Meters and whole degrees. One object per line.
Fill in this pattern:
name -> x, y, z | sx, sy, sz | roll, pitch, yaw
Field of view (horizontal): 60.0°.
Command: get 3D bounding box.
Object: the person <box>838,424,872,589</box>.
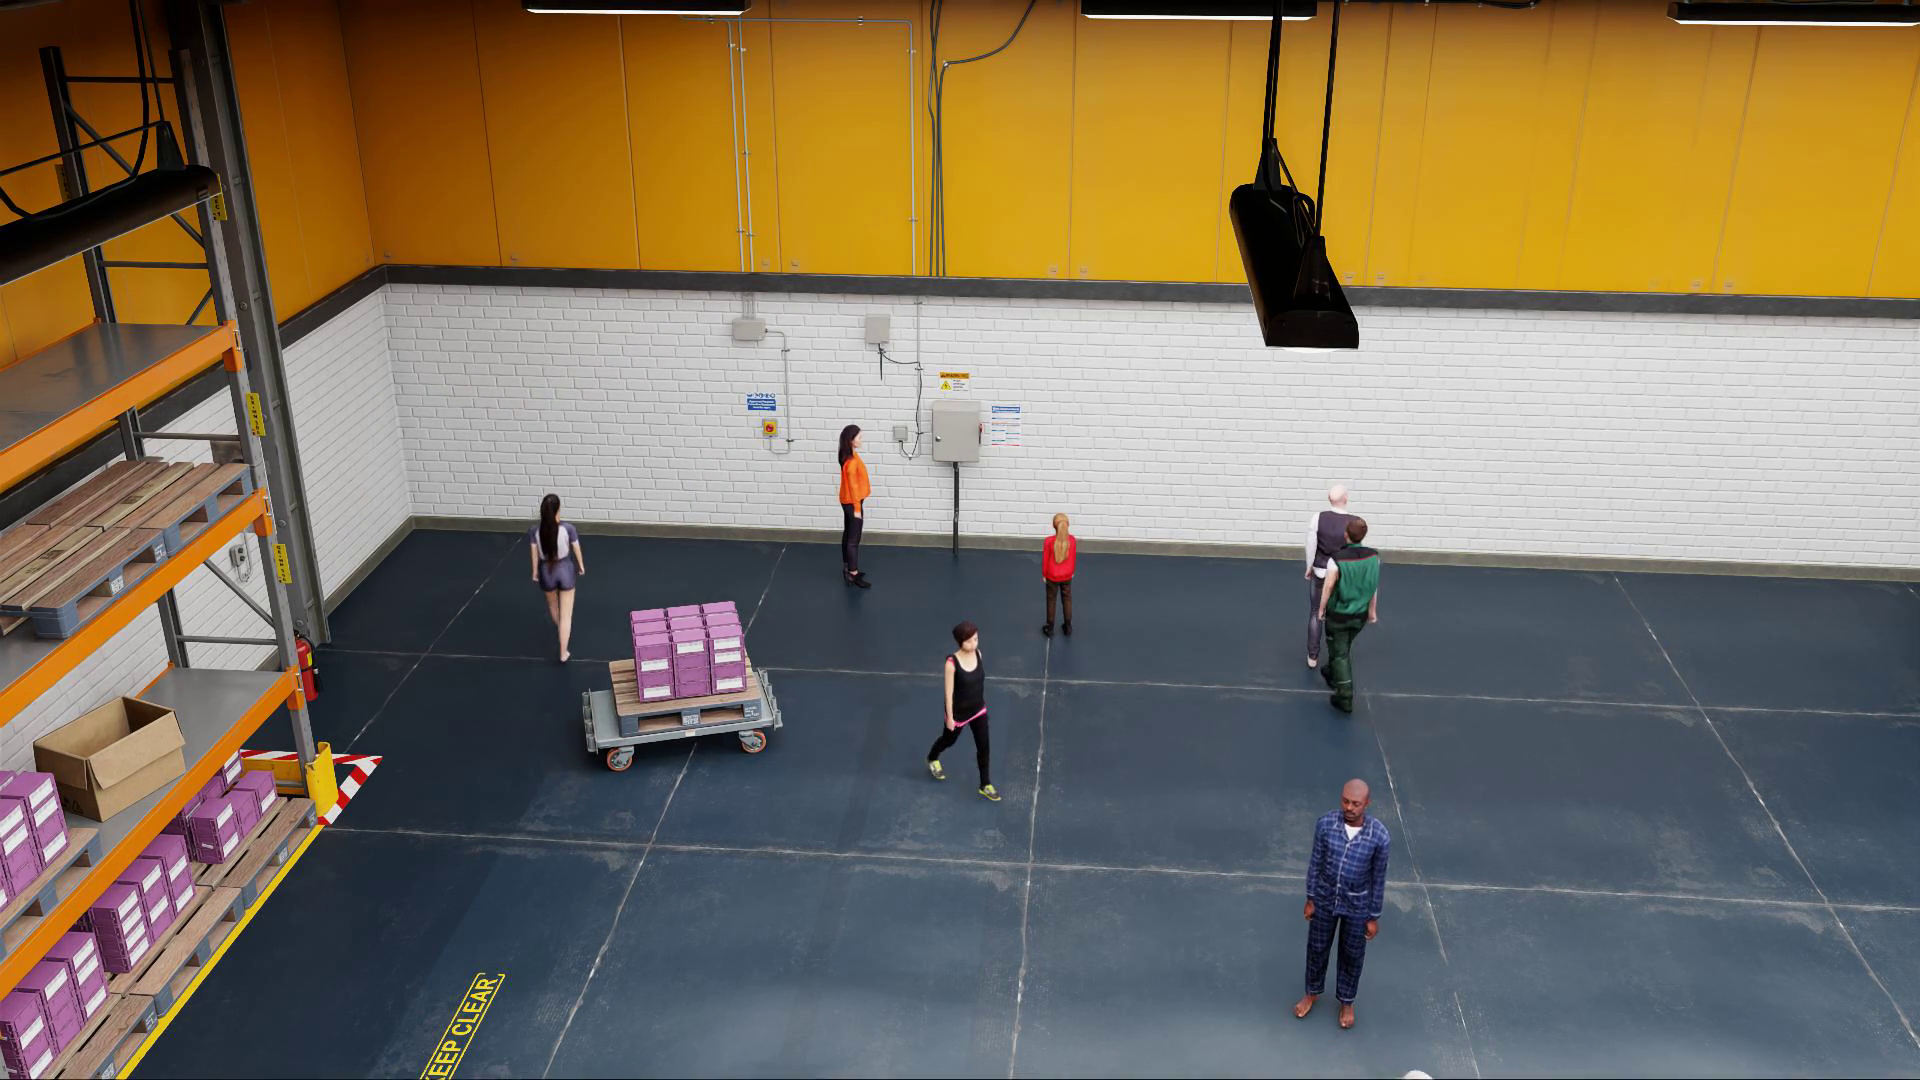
person -> -1.122, -0.368, 17.260 | 0.741, 1.749, 0.591 | -5, 24, -11

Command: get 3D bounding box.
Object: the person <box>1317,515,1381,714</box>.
person -> 3.453, 0.674, 14.802 | 0.888, 1.809, 1.135 | -6, 24, -13

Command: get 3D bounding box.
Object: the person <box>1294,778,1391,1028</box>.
person -> 2.520, 2.352, 10.952 | 0.733, 1.818, 0.714 | 9, 25, 20

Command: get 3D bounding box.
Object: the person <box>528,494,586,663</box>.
person -> -3.810, 0.388, 15.696 | 0.698, 1.617, 1.010 | -1, 24, -3

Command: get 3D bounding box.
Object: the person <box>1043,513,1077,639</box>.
person -> 0.967, 0.338, 16.228 | 0.546, 1.282, 0.571 | -6, 24, -15

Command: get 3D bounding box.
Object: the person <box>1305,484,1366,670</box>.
person -> 3.475, 0.345, 15.537 | 0.744, 1.822, 0.670 | 8, 25, 17

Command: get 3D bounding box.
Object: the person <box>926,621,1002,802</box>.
person -> -0.016, 1.355, 13.605 | 0.999, 1.520, 1.052 | -18, 30, -36
